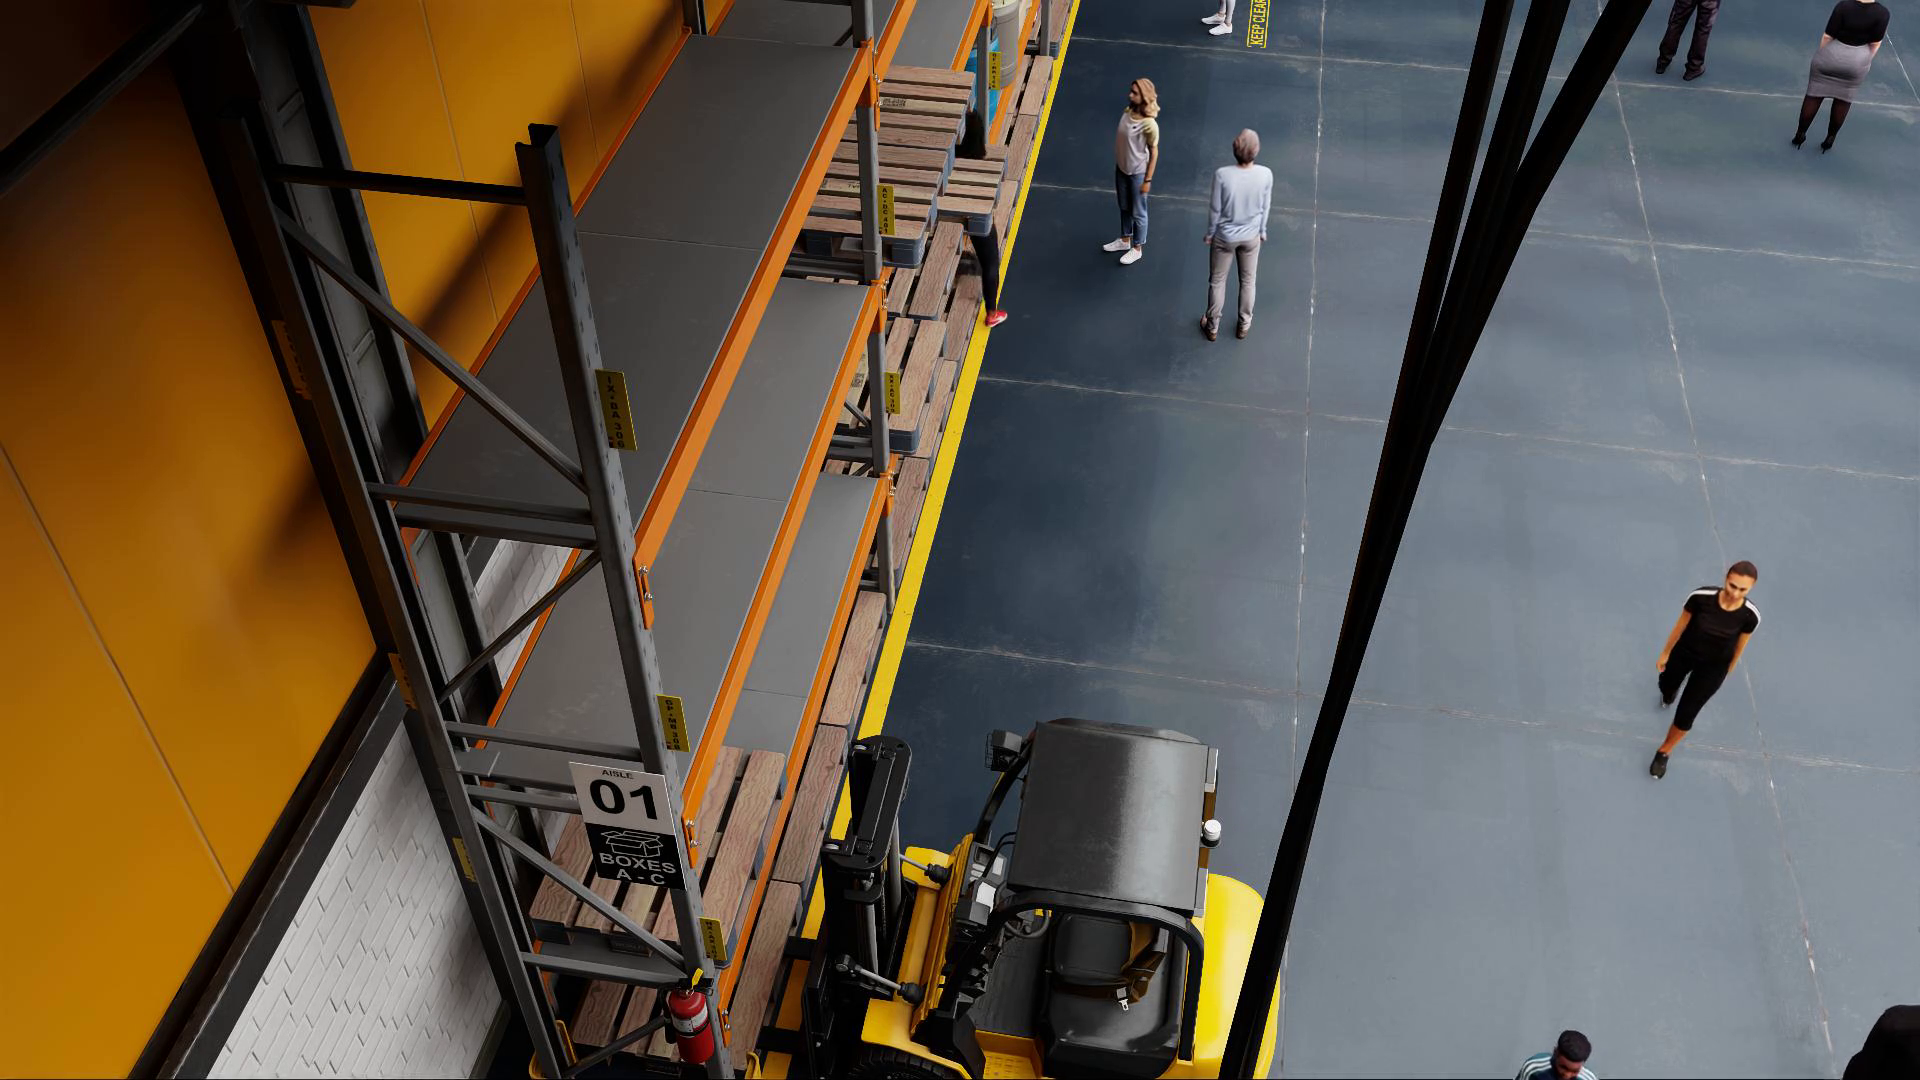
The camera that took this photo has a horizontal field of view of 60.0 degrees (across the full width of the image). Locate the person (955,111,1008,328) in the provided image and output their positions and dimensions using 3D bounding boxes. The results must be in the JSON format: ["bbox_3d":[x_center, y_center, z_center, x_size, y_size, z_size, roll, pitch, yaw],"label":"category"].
[{"bbox_3d":[0.027,-2.681,13.736,1.049,1.779,0.948,20,47,20],"label":"person"}]

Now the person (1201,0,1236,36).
[{"bbox_3d":[2.827,-6.170,17.454,0.691,1.703,0.584,-7,44,-7],"label":"person"}]

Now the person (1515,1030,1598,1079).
[{"bbox_3d":[2.952,2.796,8.390,0.631,1.224,0.933,15,46,15],"label":"person"}]

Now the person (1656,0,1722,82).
[{"bbox_3d":[7.456,-5.565,16.664,0.775,1.915,0.757,27,50,25],"label":"person"}]

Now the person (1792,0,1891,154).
[{"bbox_3d":[8.300,-4.490,15.649,0.729,1.758,0.696,17,46,17],"label":"person"}]

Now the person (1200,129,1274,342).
[{"bbox_3d":[2.231,-2.409,13.446,0.688,1.786,0.575,0,44,0],"label":"person"}]

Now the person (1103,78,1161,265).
[{"bbox_3d":[1.505,-3.179,14.299,0.767,1.723,0.698,-24,48,-23],"label":"person"}]

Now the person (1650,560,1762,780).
[{"bbox_3d":[4.579,0.692,10.296,0.864,1.641,1.095,25,49,24],"label":"person"}]
